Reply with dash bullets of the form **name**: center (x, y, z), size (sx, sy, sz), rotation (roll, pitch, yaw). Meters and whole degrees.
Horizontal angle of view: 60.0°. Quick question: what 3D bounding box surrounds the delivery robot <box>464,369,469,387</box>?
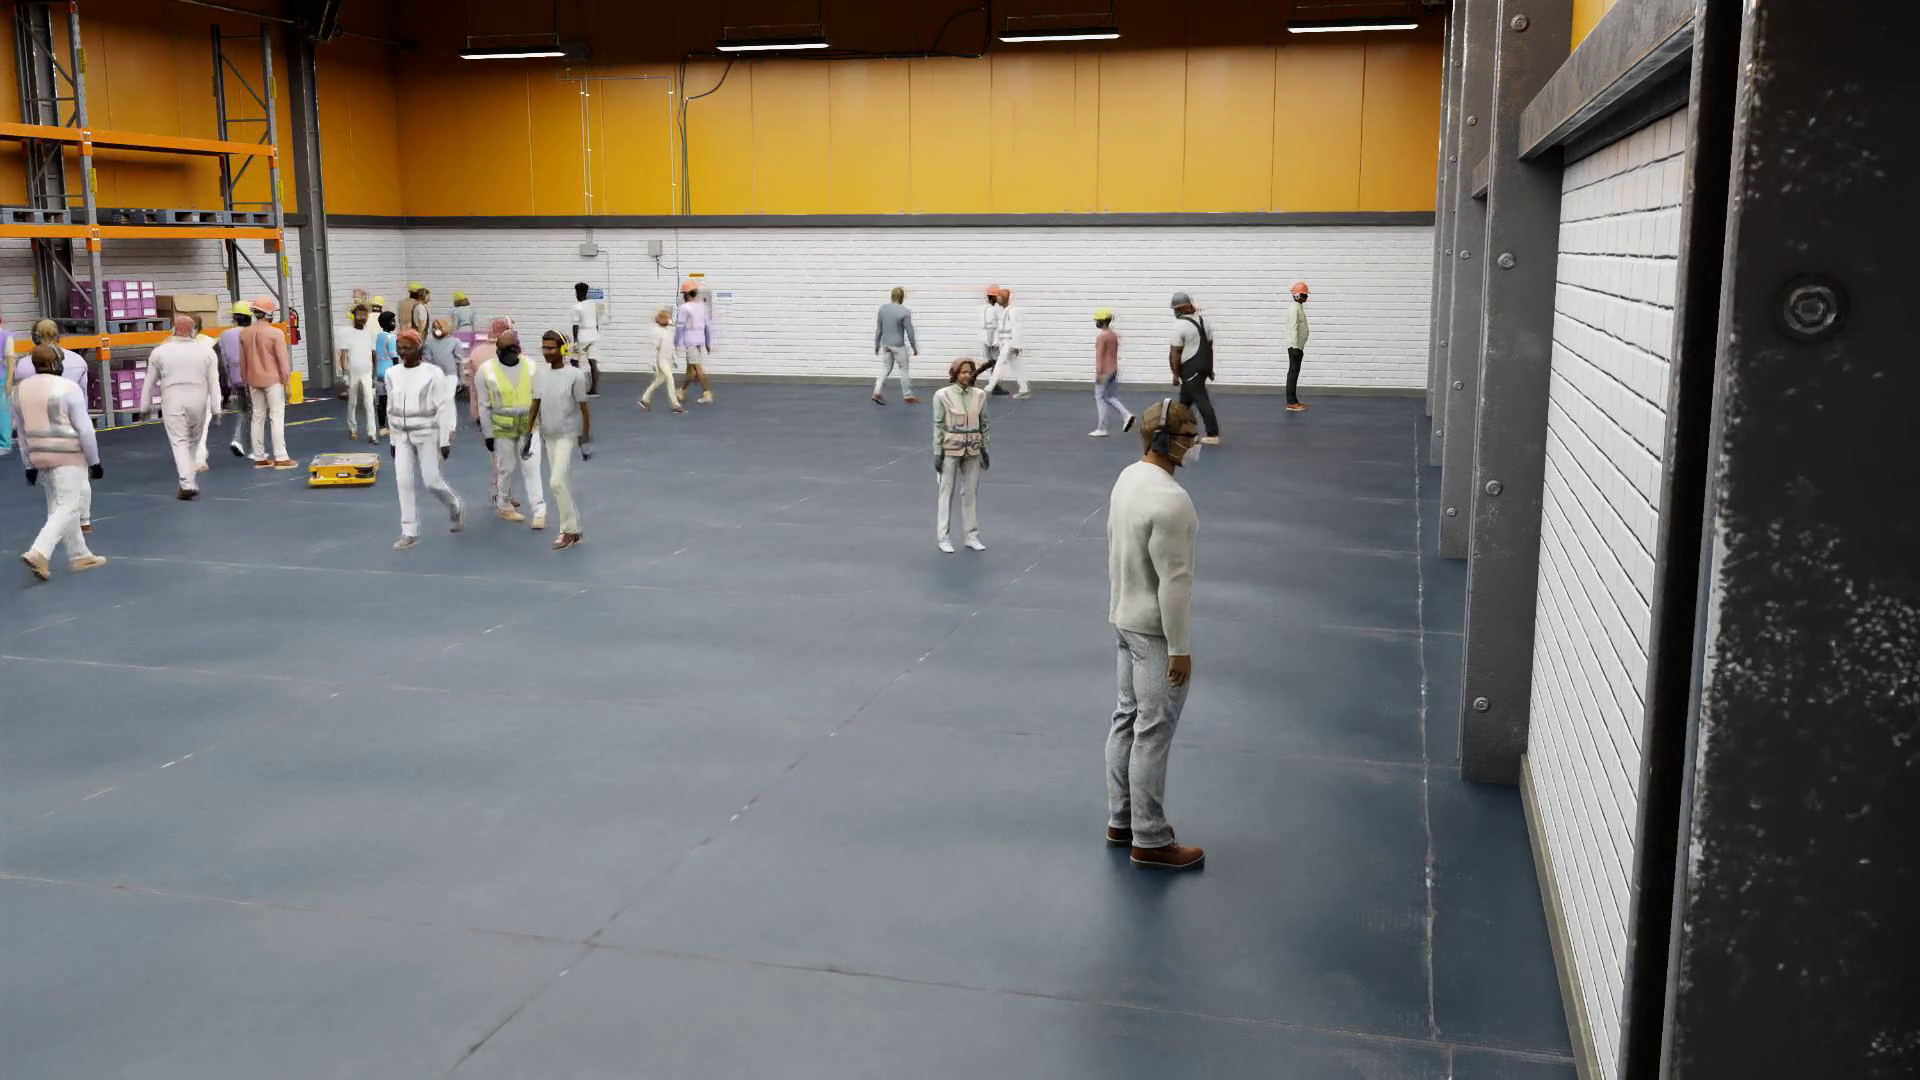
- **delivery robot**: center (-8.601, -2.866, 28.917), size (0.707, 0.478, 0.477), rotation (-7, 12, -34)

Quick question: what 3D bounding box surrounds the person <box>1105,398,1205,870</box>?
- **person**: center (0.799, 0.383, 6.877), size (0.349, 1.935, 0.635), rotation (-3, 10, -14)

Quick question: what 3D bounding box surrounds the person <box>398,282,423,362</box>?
- **person**: center (-10.205, -3.857, 31.029), size (0.614, 1.892, 0.437), rotation (4, 11, 22)

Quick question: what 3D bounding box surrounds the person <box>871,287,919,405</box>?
- **person**: center (-1.013, -3.119, 26.857), size (0.673, 1.897, 0.875), rotation (8, 13, 38)

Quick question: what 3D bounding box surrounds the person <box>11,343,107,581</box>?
- **person**: center (-6.989, -0.609, 12.830), size (0.621, 1.819, 0.839), rotation (4, 11, 20)

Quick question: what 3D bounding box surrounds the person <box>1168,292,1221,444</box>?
- **person**: center (2.995, -2.276, 21.637), size (1.043, 2.000, 0.690), rotation (7, 12, 35)

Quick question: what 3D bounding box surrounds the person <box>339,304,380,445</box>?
- **person**: center (-7.823, -2.160, 21.644), size (0.524, 1.818, 1.011), rotation (-6, 12, -32)

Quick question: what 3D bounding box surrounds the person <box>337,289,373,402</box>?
- **person**: center (-9.805, -3.200, 27.422), size (0.646, 1.849, 1.023), rotation (5, 11, 25)

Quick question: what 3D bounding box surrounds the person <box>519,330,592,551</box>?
- **person**: center (-3.449, -0.836, 14.033), size (0.525, 1.844, 0.646), rotation (5, 11, 28)

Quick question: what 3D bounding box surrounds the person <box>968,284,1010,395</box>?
- **person**: center (0.478, -3.421, 28.500), size (0.687, 1.913, 0.560), rotation (-1, 10, -7)

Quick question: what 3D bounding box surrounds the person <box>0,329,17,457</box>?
- **person**: center (-11.759, -1.934, 20.281), size (0.618, 1.834, 0.457), rotation (3, 10, 17)

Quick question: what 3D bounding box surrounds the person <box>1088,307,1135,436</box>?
- **person**: center (2.014, -2.246, 22.315), size (0.544, 1.750, 0.523), rotation (6, 12, 31)

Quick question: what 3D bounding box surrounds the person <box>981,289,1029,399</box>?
- **person**: center (0.718, -3.268, 27.830), size (1.006, 1.831, 0.573), rotation (-1, 10, -8)

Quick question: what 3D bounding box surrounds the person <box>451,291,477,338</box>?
- **person**: center (-9.329, -3.819, 31.359), size (0.348, 1.714, 0.577), rotation (9, 13, 42)

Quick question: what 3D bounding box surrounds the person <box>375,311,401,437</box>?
- **person**: center (-7.620, -2.199, 22.166), size (0.536, 1.699, 0.322), rotation (9, 13, 41)

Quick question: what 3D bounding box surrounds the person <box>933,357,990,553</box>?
- **person**: center (0.001, -0.715, 13.944), size (0.513, 1.638, 0.309), rotation (-5, 11, -27)

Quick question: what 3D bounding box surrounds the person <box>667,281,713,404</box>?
- **person**: center (-4.409, -3.214, 27.101), size (1.034, 1.985, 0.632), rotation (6, 12, 32)

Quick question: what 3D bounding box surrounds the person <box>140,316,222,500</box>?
- **person**: center (-7.941, -1.347, 16.966), size (0.745, 1.846, 1.014), rotation (-6, 12, -30)

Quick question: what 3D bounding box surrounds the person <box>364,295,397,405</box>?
- **person**: center (-9.048, -2.897, 25.860), size (0.610, 1.795, 0.656), rotation (-3, 10, -17)

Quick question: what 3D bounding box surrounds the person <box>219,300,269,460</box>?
- **person**: center (-8.517, -1.910, 19.924), size (0.604, 1.911, 0.405), rotation (3, 10, 16)

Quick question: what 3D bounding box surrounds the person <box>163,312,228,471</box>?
- **person**: center (-8.777, -1.719, 19.181), size (0.650, 1.791, 0.945), rotation (-1, 10, -6)

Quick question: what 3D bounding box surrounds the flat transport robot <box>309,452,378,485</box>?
- **flat transport robot**: center (-6.757, -0.794, 18.255), size (0.652, 0.197, 1.431), rotation (-3, 11, -17)

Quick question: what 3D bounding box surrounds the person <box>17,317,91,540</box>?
- **person**: center (-7.895, -0.966, 14.513), size (0.372, 1.940, 0.632), rotation (4, 11, 23)

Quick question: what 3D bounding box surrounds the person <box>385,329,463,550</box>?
- **person**: center (-4.610, -0.880, 14.250), size (0.585, 1.865, 0.740), rotation (3, 10, 15)

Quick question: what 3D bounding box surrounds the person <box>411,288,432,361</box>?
- **person**: center (-9.485, -3.575, 29.658), size (0.884, 1.803, 0.534), rotation (-6, 12, -31)

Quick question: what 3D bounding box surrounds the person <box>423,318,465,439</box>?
- **person**: center (-6.852, -2.129, 22.022), size (0.494, 1.603, 0.695), rotation (1, 10, 5)

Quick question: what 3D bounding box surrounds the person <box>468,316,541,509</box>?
- **person**: center (-4.419, -1.248, 16.301), size (0.637, 1.875, 0.642), rotation (5, 11, 24)

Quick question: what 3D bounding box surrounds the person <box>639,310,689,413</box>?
- **person**: center (-4.610, -2.760, 25.650), size (0.856, 1.594, 0.508), rotation (3, 11, 18)

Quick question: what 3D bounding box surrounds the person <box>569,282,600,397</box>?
- **person**: center (-6.453, -3.412, 28.351), size (0.797, 1.932, 0.619), rotation (8, 13, 38)

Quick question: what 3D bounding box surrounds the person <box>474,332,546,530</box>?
- **person**: center (-4.061, -1.008, 15.181), size (0.690, 1.795, 0.813), rotation (-6, 12, -30)

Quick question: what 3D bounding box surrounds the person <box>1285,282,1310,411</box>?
- **person**: center (5.272, -3.025, 26.007), size (0.376, 1.995, 0.612), rotation (3, 10, 16)

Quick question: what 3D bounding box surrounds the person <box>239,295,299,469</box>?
- **person**: center (-7.954, -1.808, 19.115), size (0.623, 1.992, 0.396), rotation (3, 10, 15)
